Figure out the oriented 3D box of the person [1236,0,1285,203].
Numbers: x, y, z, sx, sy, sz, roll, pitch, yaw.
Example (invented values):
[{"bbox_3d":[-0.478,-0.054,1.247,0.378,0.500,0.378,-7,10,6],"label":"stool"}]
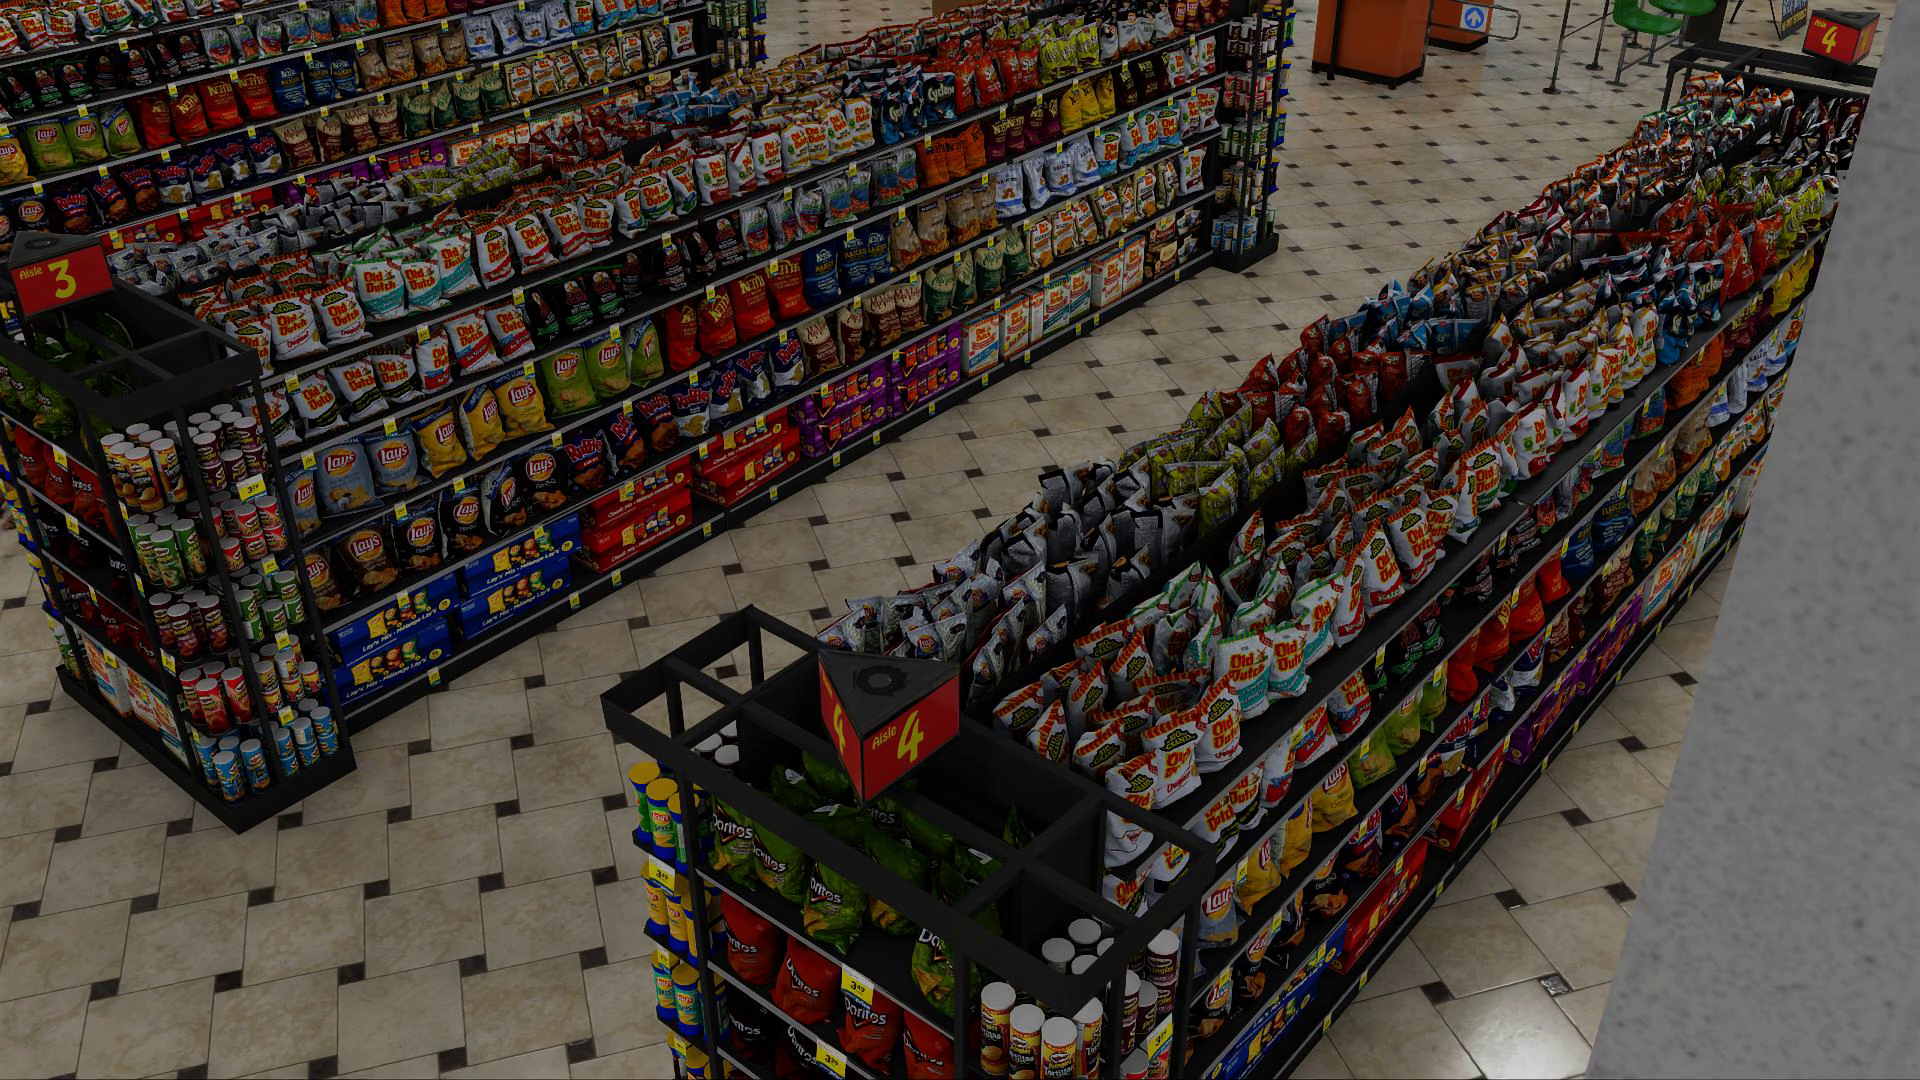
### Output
[{"bbox_3d":[2.200,-3.439,12.625,0.603,1.737,0.617,24,39,33],"label":"person"}]
